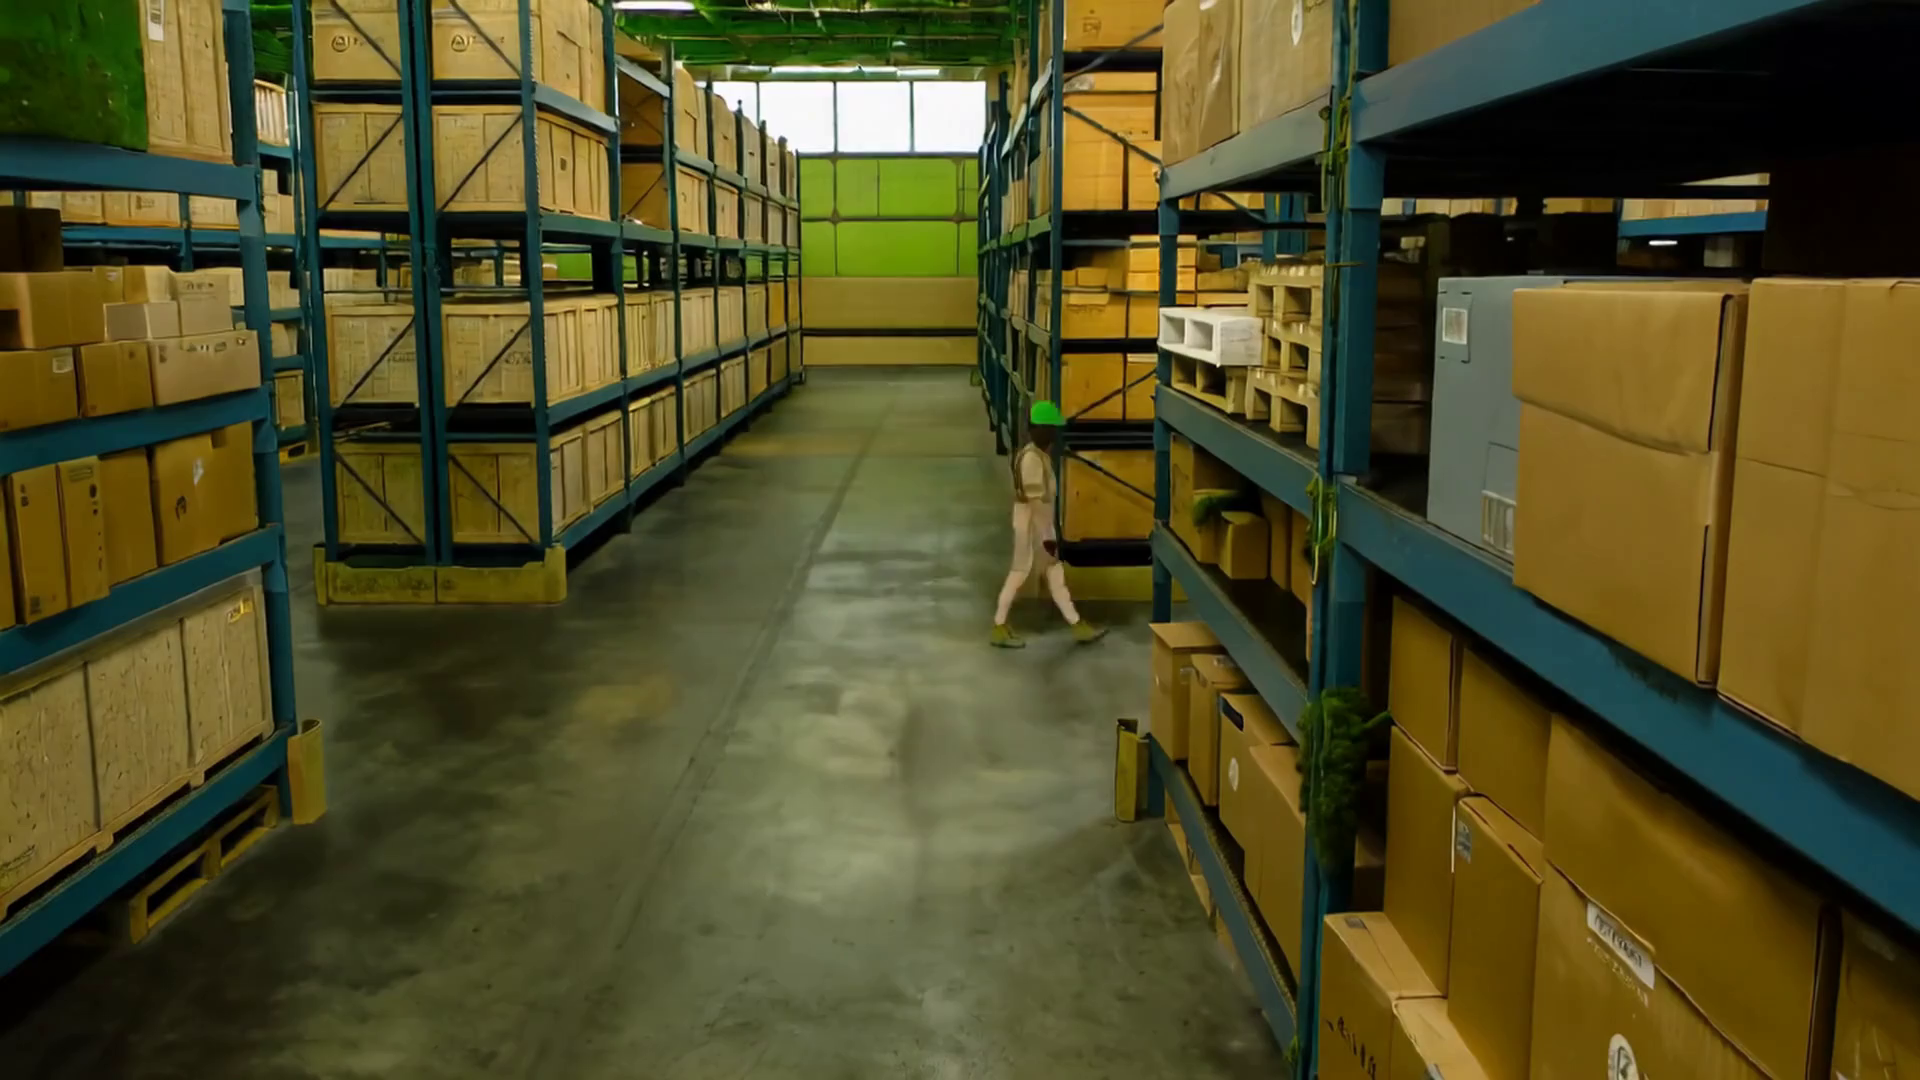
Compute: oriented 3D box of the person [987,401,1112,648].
[{"bbox_3d":[0.687,-0.099,13.170,1.029,1.990,0.633,2,9,11],"label":"person"}]
